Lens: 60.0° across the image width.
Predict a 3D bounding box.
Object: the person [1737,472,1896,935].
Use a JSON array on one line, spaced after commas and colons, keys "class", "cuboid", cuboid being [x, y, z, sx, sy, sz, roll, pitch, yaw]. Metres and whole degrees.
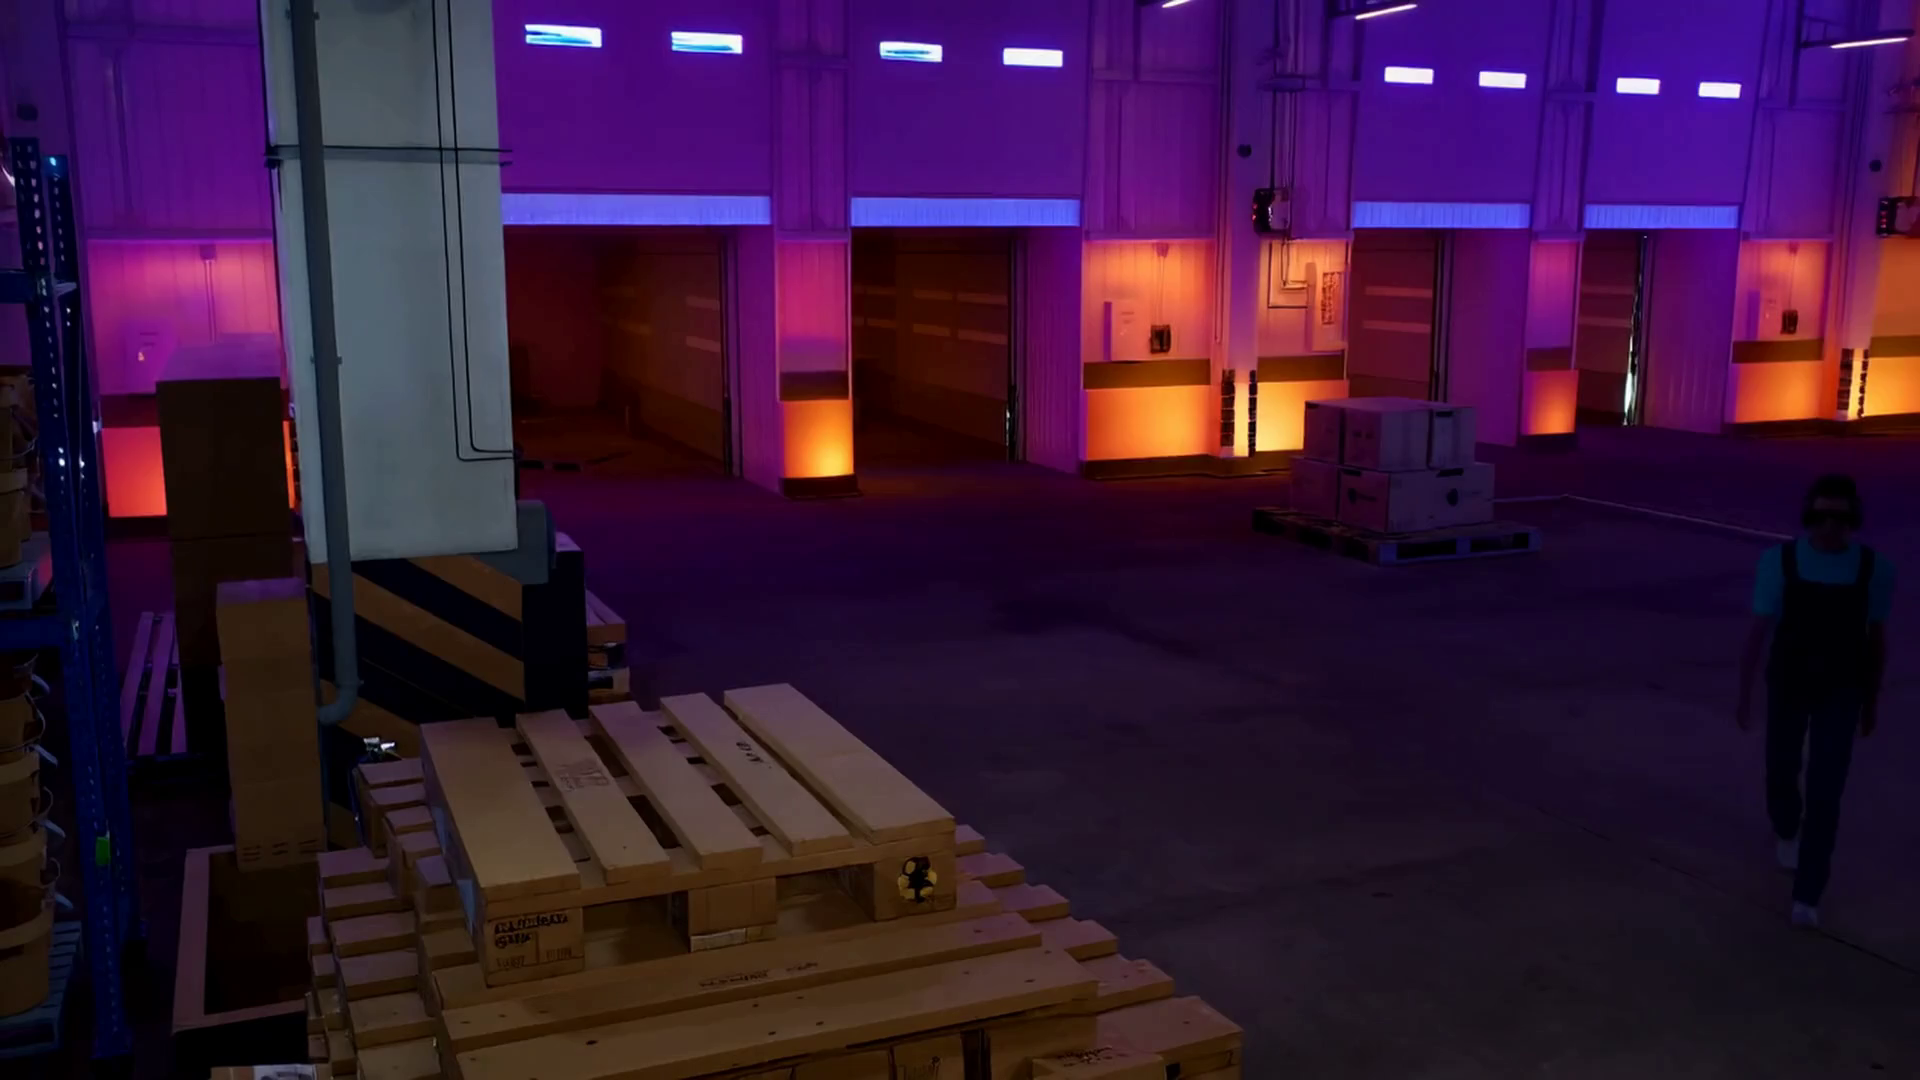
[{"class": "person", "cuboid": [3.495, 0.603, 6.828, 0.521, 1.813, 0.916, 5, 11, 26]}]
